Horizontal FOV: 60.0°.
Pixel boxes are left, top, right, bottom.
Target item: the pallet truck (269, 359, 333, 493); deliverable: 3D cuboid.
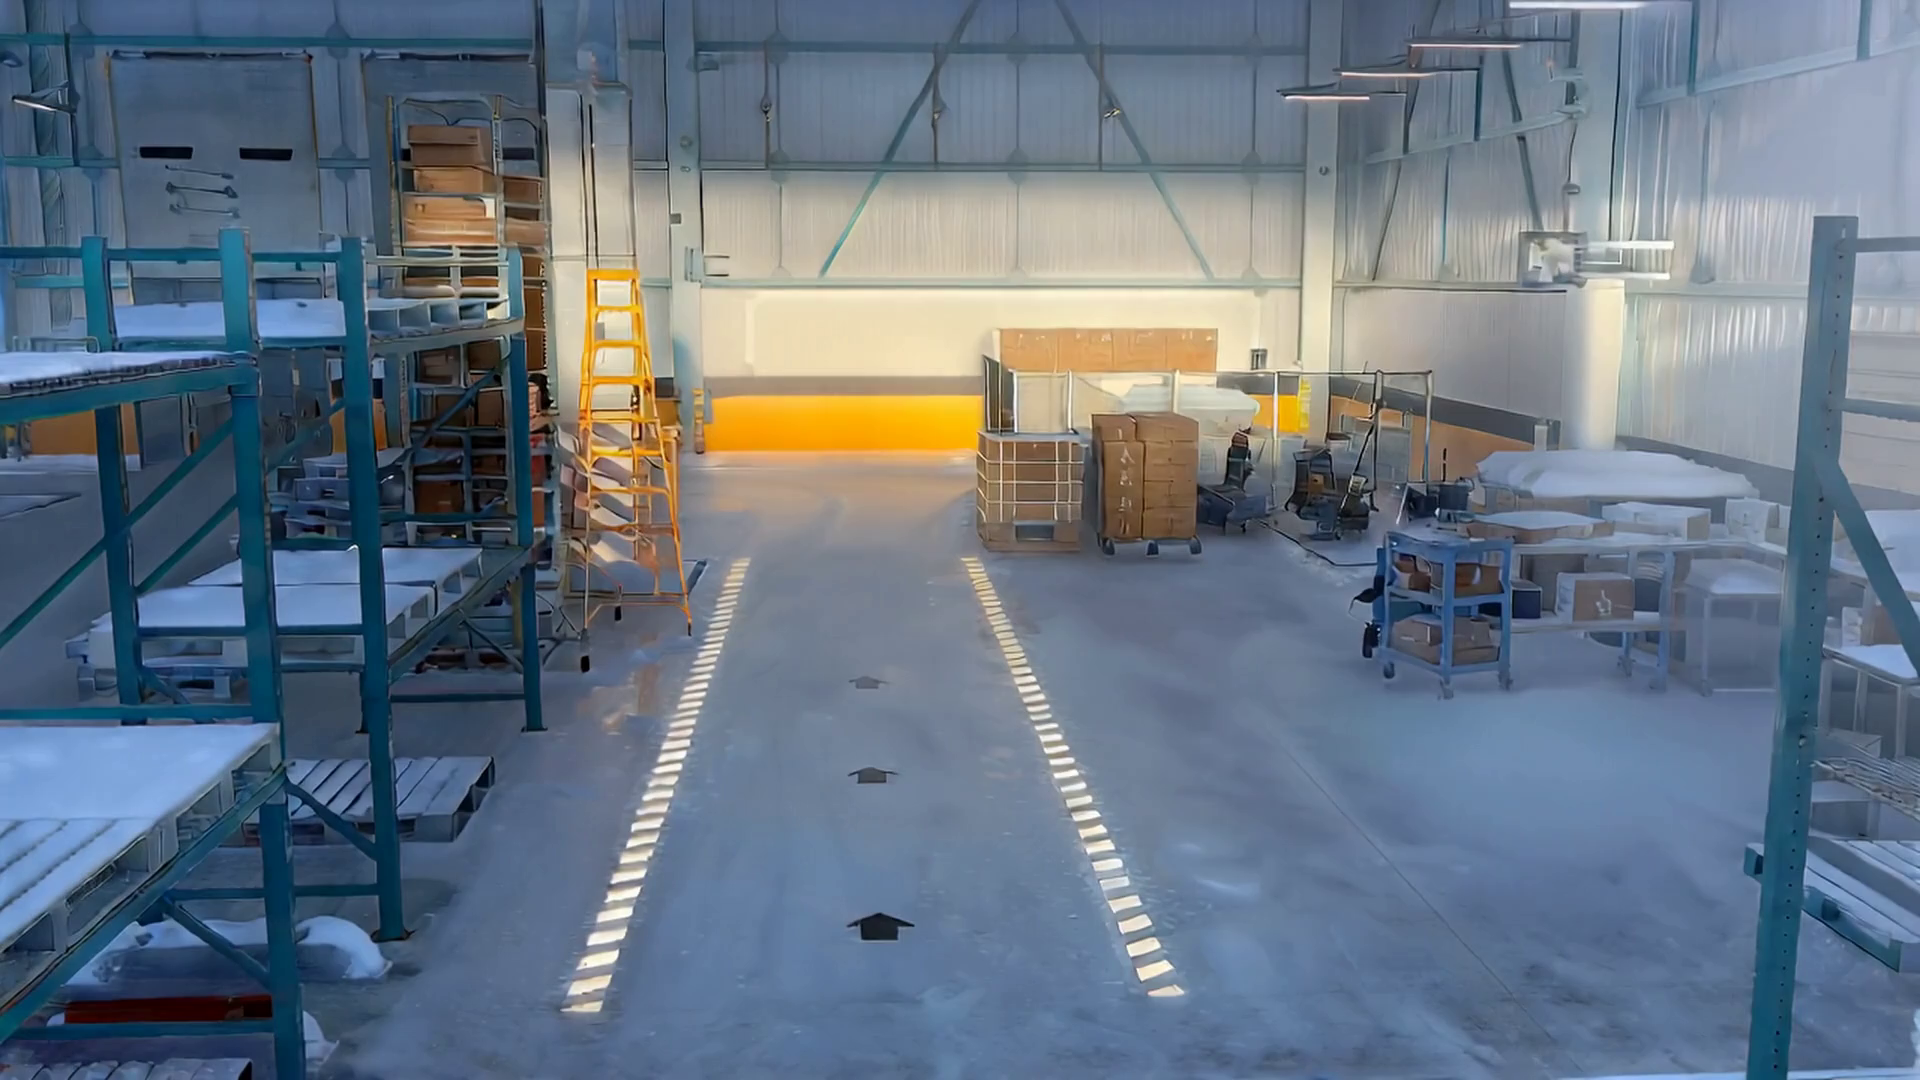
[{"bbox_3d":[-7.062,-1.131,18.996,1.885,1.965,0.823,2,9,13],"label":"pallet truck"}]
